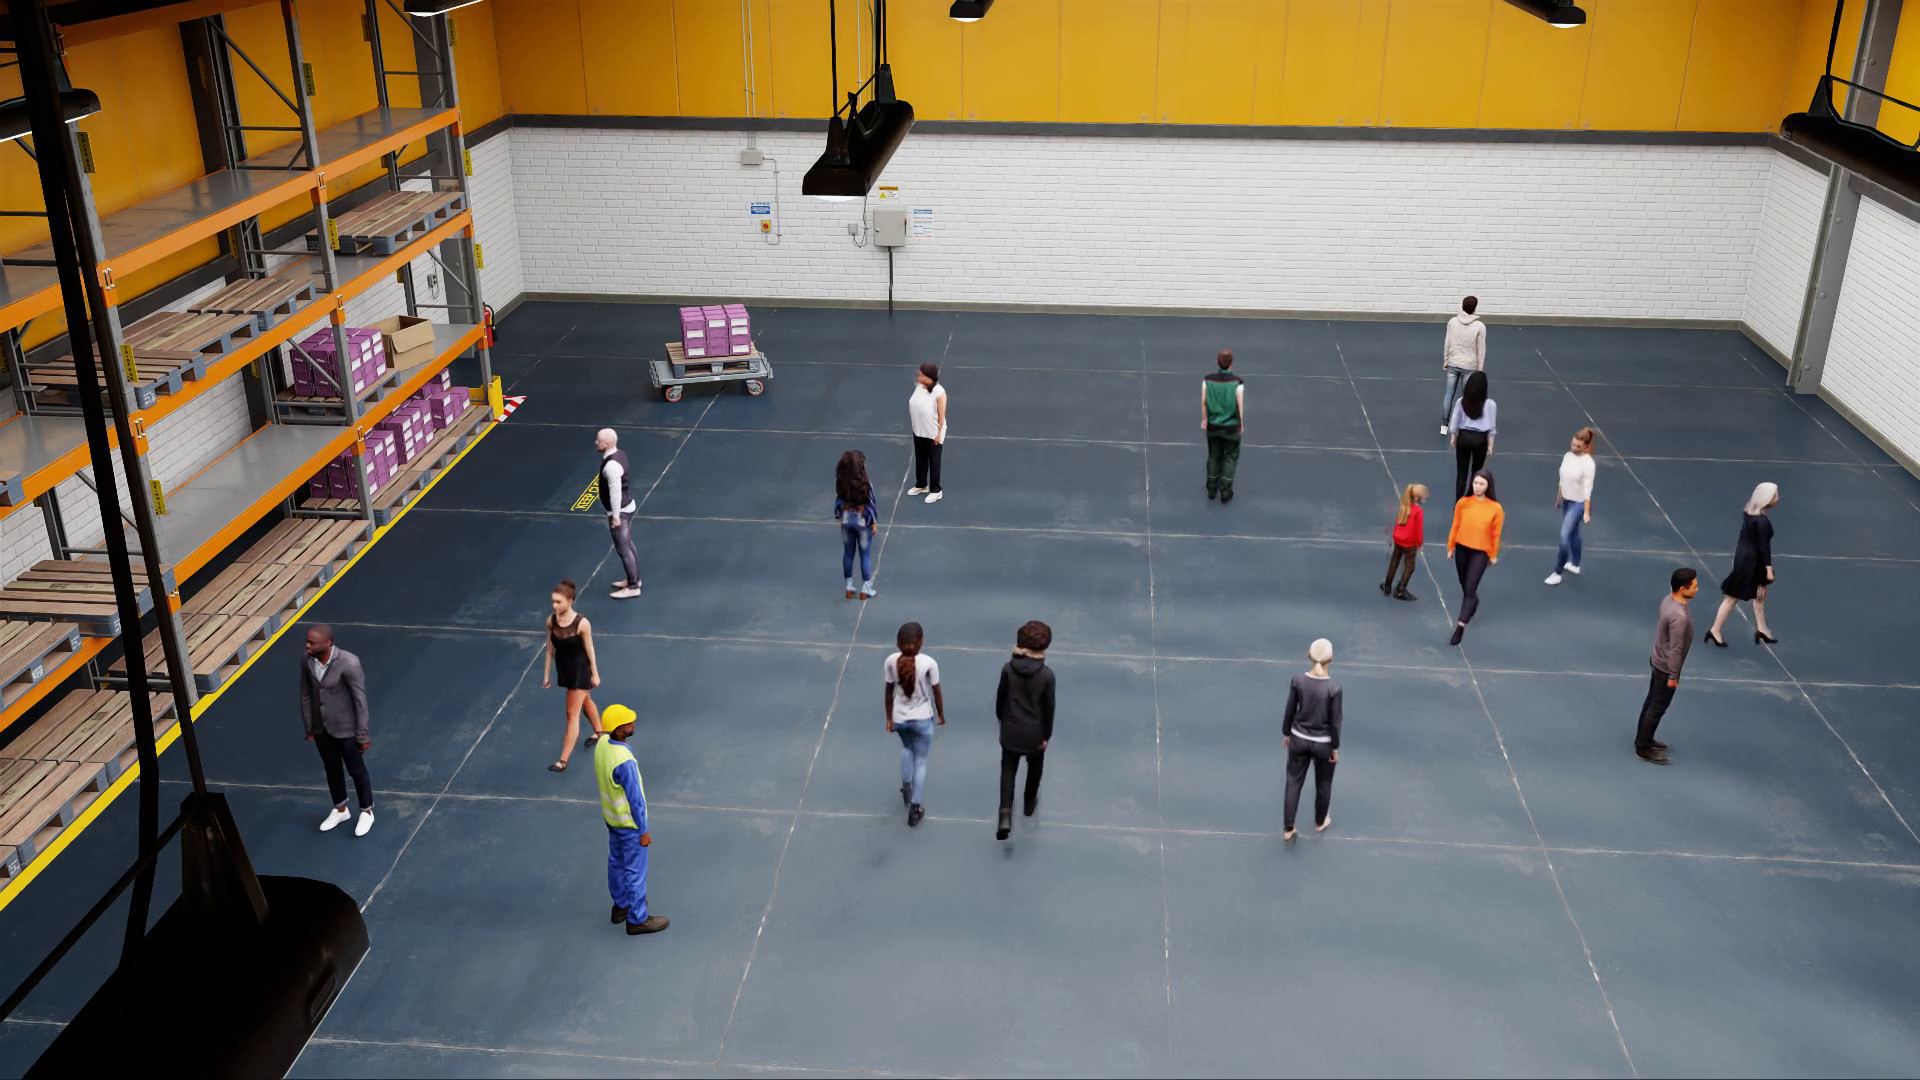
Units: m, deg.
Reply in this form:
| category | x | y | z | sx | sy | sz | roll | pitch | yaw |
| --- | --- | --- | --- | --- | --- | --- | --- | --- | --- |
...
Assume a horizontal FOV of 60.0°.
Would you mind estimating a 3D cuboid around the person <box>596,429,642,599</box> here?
| category | x | y | z | sx | sy | sz | roll | pitch | yaw |
| --- | --- | --- | --- | --- | --- | --- | --- | --- | --- |
| person | -3.491 | -0.284 | 17.052 | 0.786 | 1.819 | 0.591 | -3 | 24 | -6 |

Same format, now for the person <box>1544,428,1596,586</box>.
| category | x | y | z | sx | sy | sz | roll | pitch | yaw |
| --- | --- | --- | --- | --- | --- | --- | --- | --- | --- |
| person | 6.463 | -0.367 | 17.389 | 0.883 | 1.702 | 0.797 | 0 | 24 | 0 |

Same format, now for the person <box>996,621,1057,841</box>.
| category | x | y | z | sx | sy | sz | roll | pitch | yaw |
| --- | --- | --- | --- | --- | --- | --- | --- | --- | --- |
| person | 0.489 | 1.517 | 13.024 | 0.715 | 1.746 | 1.117 | 3 | 24 | 6 |

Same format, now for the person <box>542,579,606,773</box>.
| category | x | y | z | sx | sy | sz | roll | pitch | yaw |
| --- | --- | --- | --- | --- | --- | --- | --- | --- | --- |
| person | -3.222 | 1.091 | 14.138 | 0.847 | 1.635 | 1.144 | 11 | 26 | 23 |

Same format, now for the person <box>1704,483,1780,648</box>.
| category | x | y | z | sx | sy | sz | roll | pitch | yaw |
| --- | --- | --- | --- | --- | --- | --- | --- | --- | --- |
| person | 7.452 | 0.262 | 15.917 | 0.717 | 1.727 | 0.878 | 5 | 24 | 11 |

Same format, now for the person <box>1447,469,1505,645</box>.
| category | x | y | z | sx | sy | sz | roll | pitch | yaw |
| --- | --- | --- | --- | --- | --- | --- | --- | --- | --- |
| person | 5.047 | 0.111 | 16.285 | 1.009 | 1.711 | 1.209 | 17 | 29 | 33 |

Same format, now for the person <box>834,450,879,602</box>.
| category | x | y | z | sx | sy | sz | roll | pitch | yaw |
| --- | --- | --- | --- | --- | --- | --- | --- | --- | --- |
| person | -1.061 | -0.166 | 17.029 | 0.675 | 1.622 | 0.643 | 9 | 25 | 20 |

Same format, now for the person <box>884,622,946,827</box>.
| category | x | y | z | sx | sy | sz | roll | pitch | yaw |
| --- | --- | --- | --- | --- | --- | --- | --- | --- | --- |
| person | -0.392 | 1.478 | 13.165 | 0.667 | 1.704 | 0.744 | 7 | 25 | 16 |

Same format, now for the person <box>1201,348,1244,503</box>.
| category | x | y | z | sx | sy | sz | roll | pitch | yaw |
| --- | --- | --- | --- | --- | --- | --- | --- | --- | --- |
| person | 3.092 | -1.336 | 19.435 | 0.754 | 1.837 | 0.755 | 11 | 26 | 23 |

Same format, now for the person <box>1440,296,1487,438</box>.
| category | x | y | z | sx | sy | sz | roll | pitch | yaw |
| --- | --- | --- | --- | --- | --- | --- | --- | --- | --- |
| person | 6.493 | -2.260 | 21.531 | 0.753 | 1.853 | 0.726 | 13 | 27 | 27 |

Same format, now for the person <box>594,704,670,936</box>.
| category | x | y | z | sx | sy | sz | roll | pitch | yaw |
| --- | --- | --- | --- | --- | --- | --- | --- | --- | --- |
| person | -2.395 | 1.973 | 11.898 | 0.814 | 1.813 | 0.738 | -16 | 28 | -33 |

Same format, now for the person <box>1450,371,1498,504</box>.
| category | x | y | z | sx | sy | sz | roll | pitch | yaw |
| --- | --- | --- | --- | --- | --- | --- | --- | --- | --- |
| person | 5.797 | -1.035 | 18.891 | 0.787 | 1.723 | 0.877 | 8 | 25 | 17 |

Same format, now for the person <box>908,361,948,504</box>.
| category | x | y | z | sx | sy | sz | roll | pitch | yaw |
| --- | --- | --- | --- | --- | --- | --- | --- | --- | --- |
| person | -0.386 | -1.294 | 19.522 | 0.818 | 1.691 | 0.752 | -17 | 29 | -34 |

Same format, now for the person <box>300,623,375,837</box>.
| category | x | y | z | sx | sy | sz | roll | pitch | yaw |
| --- | --- | --- | --- | --- | --- | --- | --- | --- | --- |
| person | -4.881 | 1.458 | 13.072 | 0.767 | 1.815 | 0.666 | 7 | 25 | 16 |

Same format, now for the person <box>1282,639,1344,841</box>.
| category | x | y | z | sx | sy | sz | roll | pitch | yaw |
| --- | --- | --- | --- | --- | --- | --- | --- | --- | --- |
| person | 2.725 | 1.561 | 12.942 | 0.791 | 1.730 | 0.897 | 11 | 26 | 25 |

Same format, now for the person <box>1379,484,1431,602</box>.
| category | x | y | z | sx | sy | sz | roll | pitch | yaw |
| --- | --- | --- | --- | --- | --- | --- | --- | --- | --- |
| person | 4.557 | -0.002 | 17.099 | 0.758 | 1.266 | 0.612 | -17 | 29 | -33 |

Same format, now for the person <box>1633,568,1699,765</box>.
| category | x | y | z | sx | sy | sz | roll | pitch | yaw |
| --- | --- | --- | --- | --- | --- | --- | --- | --- | --- |
| person | 5.979 | 1.041 | 14.089 | 0.735 | 1.765 | 0.522 | -8 | 25 | -17 |
